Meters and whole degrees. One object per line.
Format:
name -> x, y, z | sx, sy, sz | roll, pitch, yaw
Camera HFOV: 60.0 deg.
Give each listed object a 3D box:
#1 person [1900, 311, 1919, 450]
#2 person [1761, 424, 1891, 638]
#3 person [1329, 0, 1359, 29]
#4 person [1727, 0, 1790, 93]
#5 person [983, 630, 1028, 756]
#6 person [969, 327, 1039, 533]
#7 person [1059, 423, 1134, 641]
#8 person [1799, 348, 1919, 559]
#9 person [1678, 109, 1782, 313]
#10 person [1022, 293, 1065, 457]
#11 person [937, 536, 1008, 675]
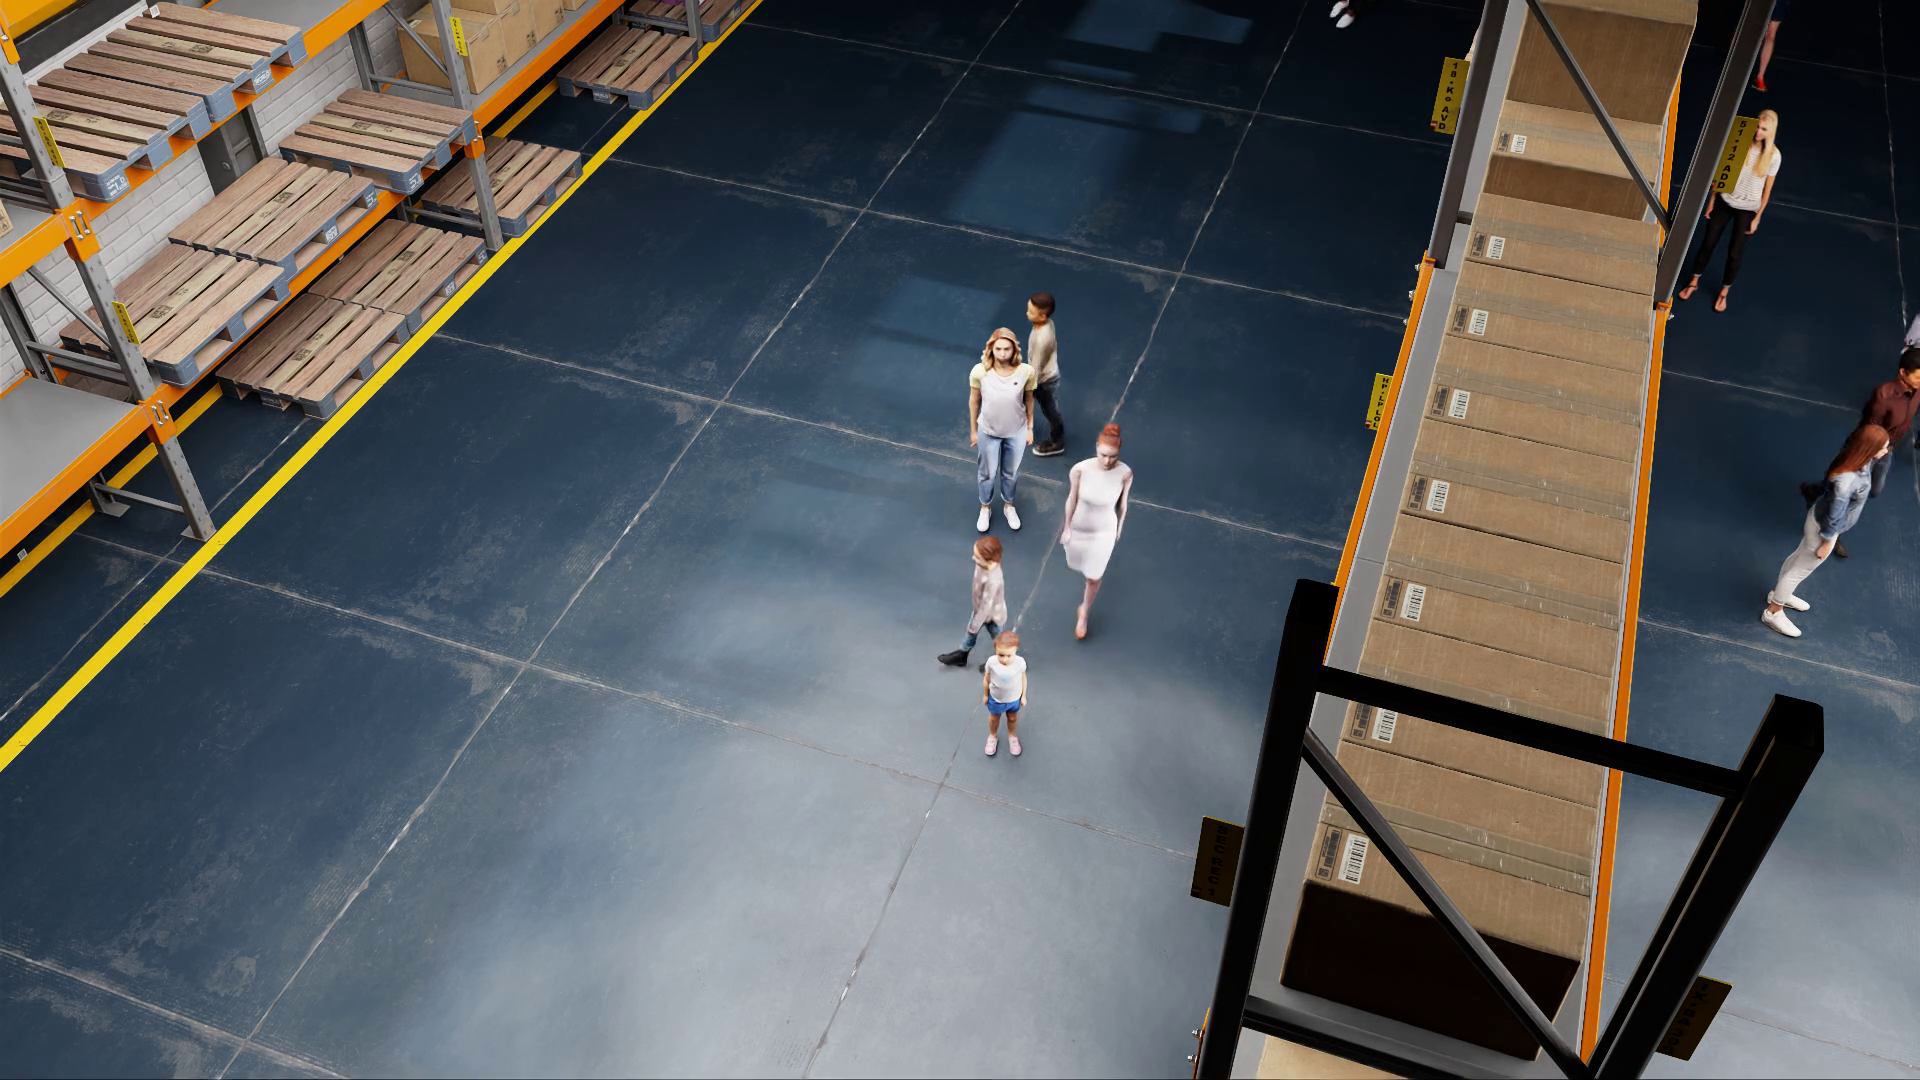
person -> 7.271, -1.397, 12.282 | 0.730, 1.843, 0.866 | 10, 45, 11
person -> 5.726, -0.105, 11.028 | 0.716, 1.701, 0.514 | 23, 48, 22
person -> 4.208, -6.241, 17.458 | 0.768, 1.716, 0.724 | -34, 53, -31
person -> 8.032, -5.473, 16.587 | 0.850, 1.804, 1.226 | 4, 44, 4
person -> 0.285, 0.947, 10.418 | 0.468, 1.019, 0.492 | 0, 44, 1
person -> 0.290, -0.783, 11.724 | 0.705, 1.723, 0.693 | -4, 44, -4
person -> 0.885, -0.120, 10.993 | 0.723, 1.772, 0.990 | 7, 44, 8
person -> 6.254, -0.666, 11.576 | 0.925, 1.757, 0.975 | -21, 48, -21
person -> 6.396, -2.732, 13.698 | 0.648, 1.822, 0.625 | 27, 50, 26
person -> 0.687, -1.223, 12.384 | 0.802, 1.450, 0.783 | -5, 44, -5
person -> 0.236, 0.437, 10.836 | 0.737, 1.181, 0.712 | -10, 44, -10
